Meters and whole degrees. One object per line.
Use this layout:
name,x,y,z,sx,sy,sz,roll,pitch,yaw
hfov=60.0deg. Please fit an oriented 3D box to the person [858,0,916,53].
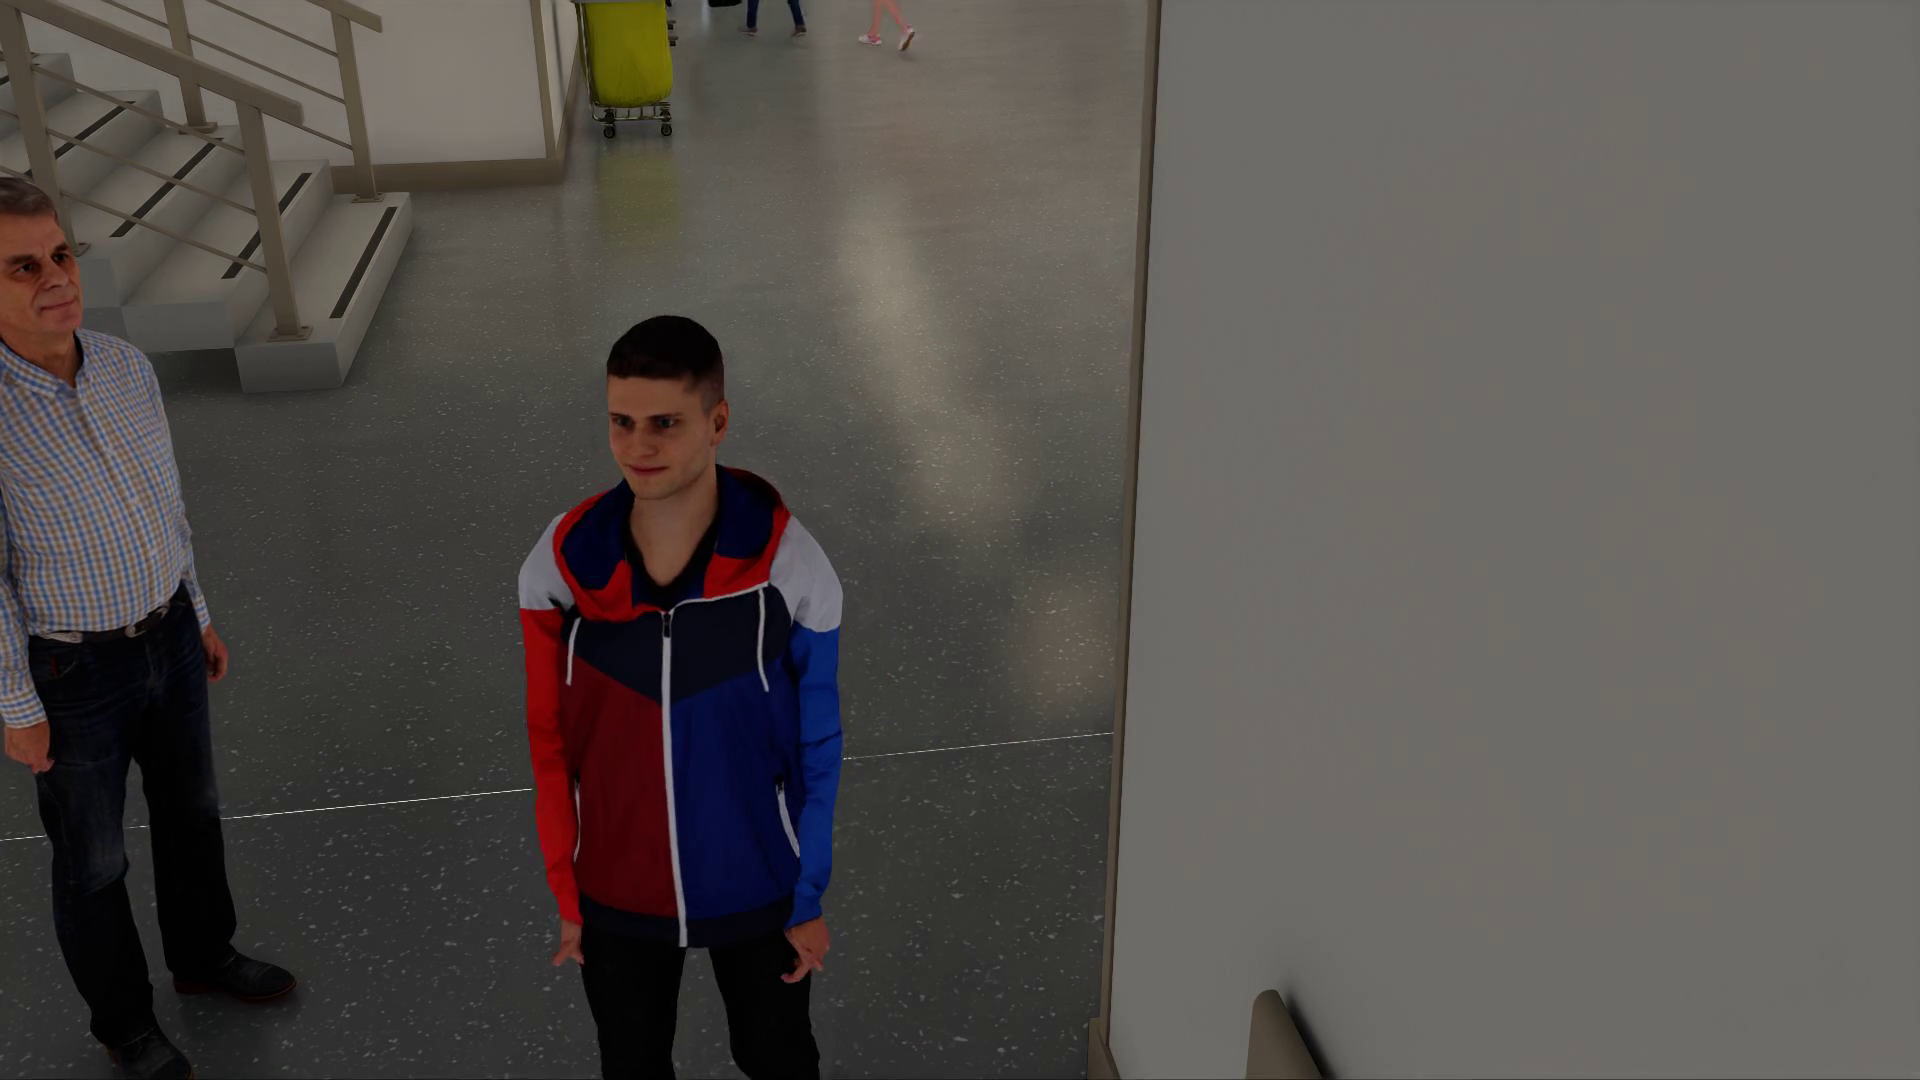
person,-0.627,-5.023,14.129,1.119,1.718,1.033,-22,33,-38

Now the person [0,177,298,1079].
person,-1.635,0.203,3.176,0.756,1.820,0.735,11,28,22

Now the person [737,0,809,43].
person,-1.606,-5.209,14.537,1.106,1.700,1.145,23,34,39

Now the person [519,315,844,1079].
person,-0.417,0.498,2.636,0.566,1.757,0.744,1,26,2

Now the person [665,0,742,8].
person,-2.758,-6.212,16.483,1.264,1.816,0.855,0,26,0
